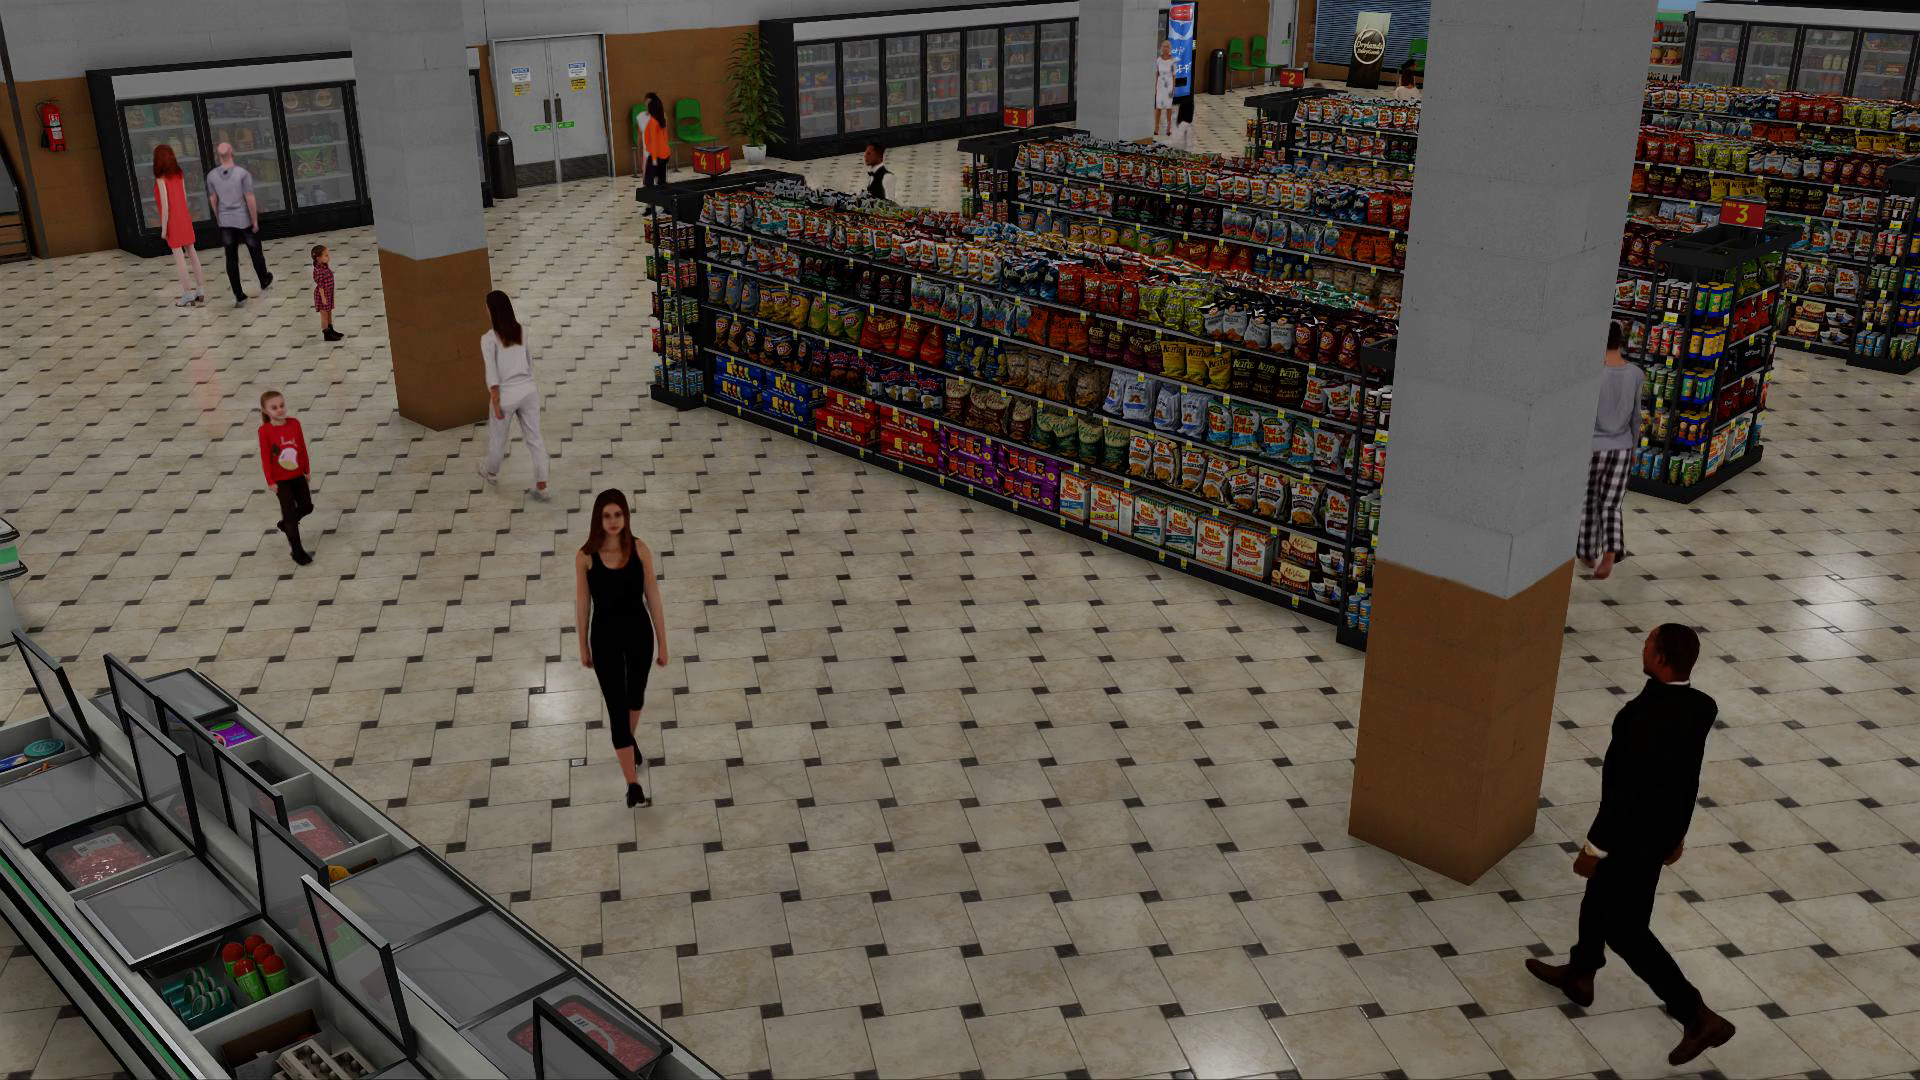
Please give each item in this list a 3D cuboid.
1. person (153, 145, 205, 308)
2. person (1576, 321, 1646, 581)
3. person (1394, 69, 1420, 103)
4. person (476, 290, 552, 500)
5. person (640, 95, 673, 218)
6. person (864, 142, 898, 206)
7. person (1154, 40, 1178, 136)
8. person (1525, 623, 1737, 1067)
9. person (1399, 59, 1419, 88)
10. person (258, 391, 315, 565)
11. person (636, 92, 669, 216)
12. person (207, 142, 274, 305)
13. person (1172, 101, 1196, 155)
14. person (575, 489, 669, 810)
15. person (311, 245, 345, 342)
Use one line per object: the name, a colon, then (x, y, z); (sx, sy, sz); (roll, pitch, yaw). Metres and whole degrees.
person: (-8.949, -3.602, 19.032); (0.680, 1.827, 0.672); (5, 22, 13)
person: (4.477, -0.573, 11.516); (1.032, 1.810, 1.068); (2, 22, 5)
person: (7.337, -6.926, 27.504); (0.699, 1.678, 0.710); (-6, 23, -14)
person: (-3.446, -1.100, 13.048); (1.020, 1.647, 0.618); (20, 29, 41)
person: (-4.240, -5.471, 23.826); (0.871, 1.720, 0.820); (0, 22, 0)
person: (-0.766, -3.507, 18.726); (1.085, 1.879, 1.185); (-7, 23, -17)
person: (3.873, -8.553, 31.460); (0.615, 1.748, 0.707); (4, 22, 11)
person: (2.865, 1.267, 6.850); (0.694, 1.874, 1.182); (-19, 29, -39)
person: (7.566, -7.283, 28.293); (0.801, 1.752, 0.733); (-1, 22, -2)
person: (-4.867, -0.466, 11.971); (0.712, 1.272, 0.548); (16, 27, 34)
person: (-4.349, -5.554, 23.992); (0.756, 1.750, 0.848); (10, 24, 24)
person: (-8.307, -3.594, 19.050); (1.114, 1.798, 1.244); (-3, 22, -6)
person: (3.130, -5.484, 23.985); (0.779, 1.626, 0.782); (-13, 26, -30)
person: (-1.818, 0.526, 8.949); (0.913, 1.684, 1.187); (-8, 23, -19)
person: (-6.764, -2.633, 17.701); (0.555, 1.022, 0.498); (1, 22, 2)
